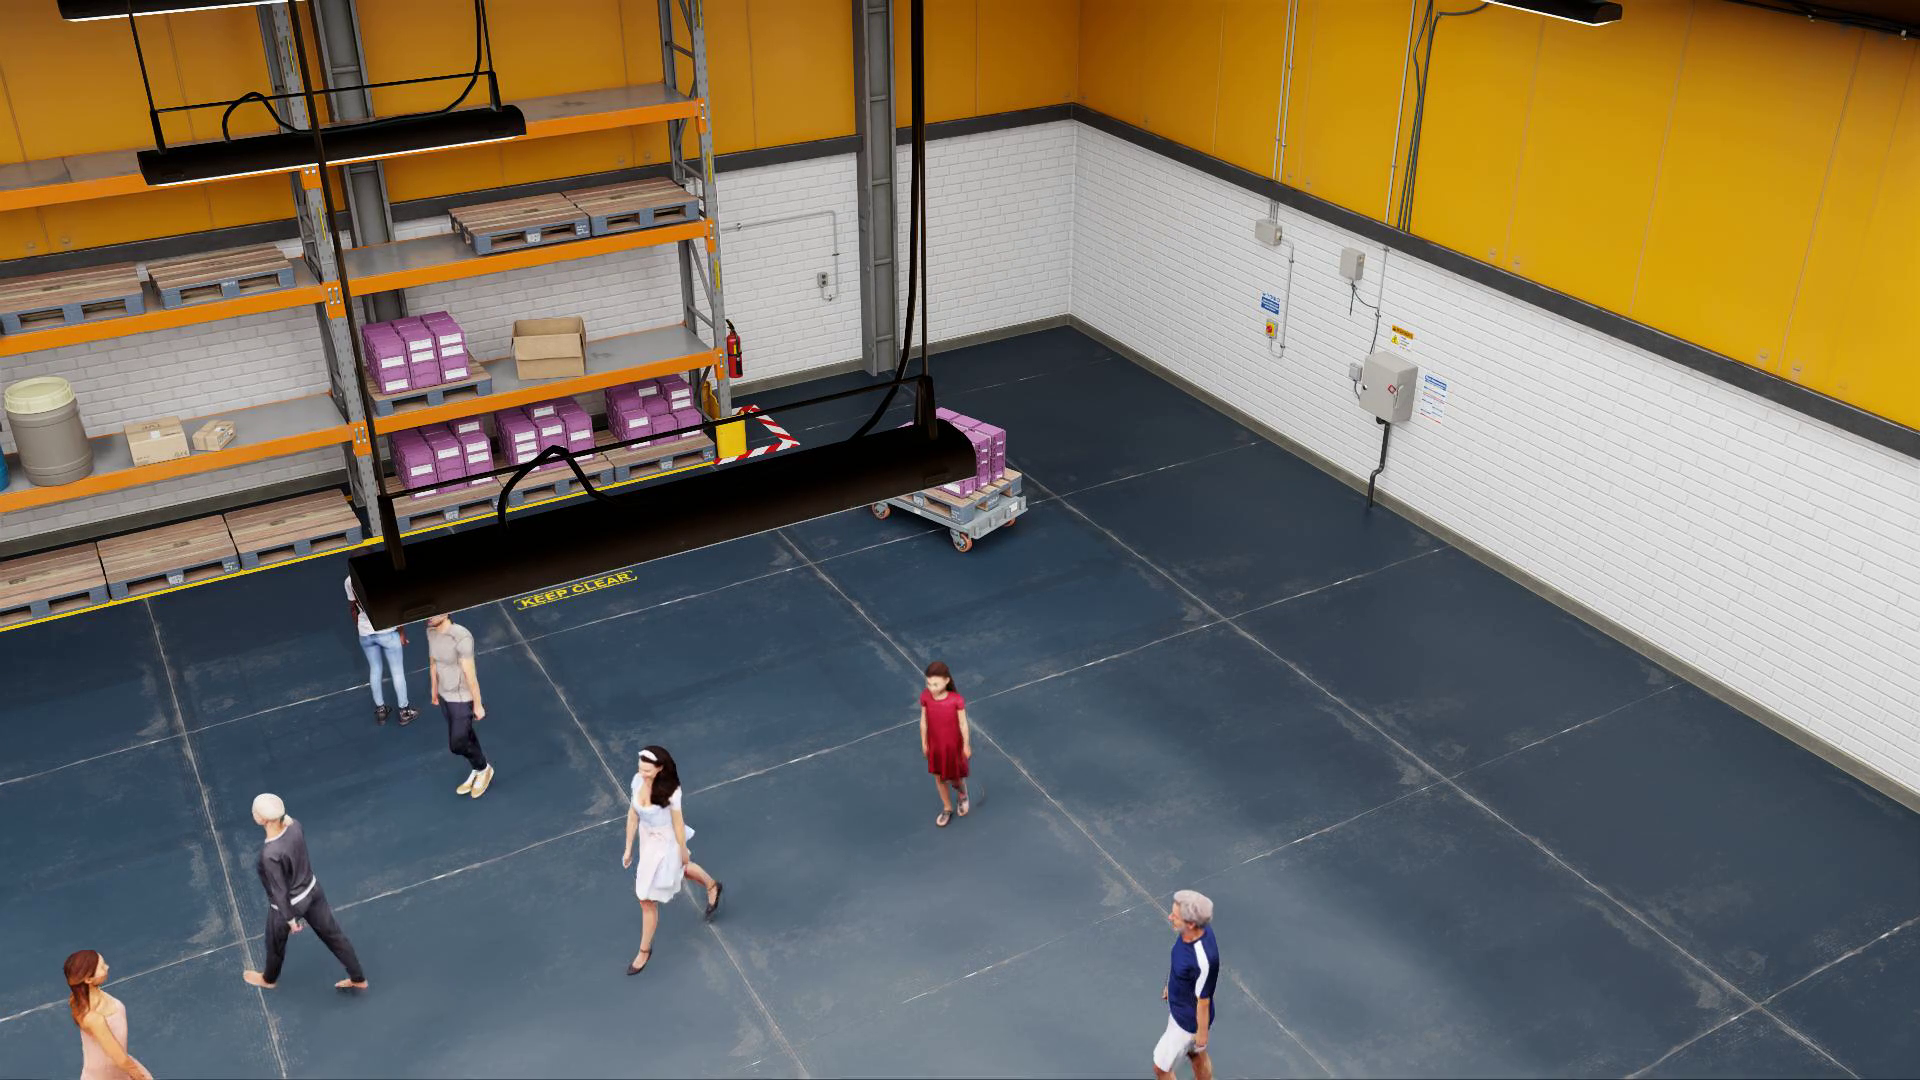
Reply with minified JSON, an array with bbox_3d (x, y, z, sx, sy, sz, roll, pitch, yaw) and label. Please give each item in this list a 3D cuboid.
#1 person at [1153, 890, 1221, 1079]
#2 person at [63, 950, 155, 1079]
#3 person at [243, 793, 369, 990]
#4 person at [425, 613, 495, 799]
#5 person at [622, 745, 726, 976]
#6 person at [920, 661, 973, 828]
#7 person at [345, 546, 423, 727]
[{"bbox_3d":[1.503,2.909,10.265,0.930,1.814,0.848,-1,29,-2],"label":"person"},{"bbox_3d":[-5.096,3.196,9.763,1.080,1.790,0.737,-9,30,-16],"label":"person"},{"bbox_3d":[-4.431,2.432,11.281,1.139,1.679,1.083,7,29,13],"label":"person"},{"bbox_3d":[-3.946,1.204,13.323,0.779,1.879,0.761,20,34,32],"label":"person"},{"bbox_3d":[-2.025,2.145,11.725,0.936,1.757,1.293,22,35,34],"label":"person"},{"bbox_3d":[-0.088,1.555,13.042,0.772,1.532,0.836,7,29,13],"label":"person"},{"bbox_3d":[-4.962,0.809,14.214,0.651,1.719,0.731,4,29,8],"label":"person"}]
